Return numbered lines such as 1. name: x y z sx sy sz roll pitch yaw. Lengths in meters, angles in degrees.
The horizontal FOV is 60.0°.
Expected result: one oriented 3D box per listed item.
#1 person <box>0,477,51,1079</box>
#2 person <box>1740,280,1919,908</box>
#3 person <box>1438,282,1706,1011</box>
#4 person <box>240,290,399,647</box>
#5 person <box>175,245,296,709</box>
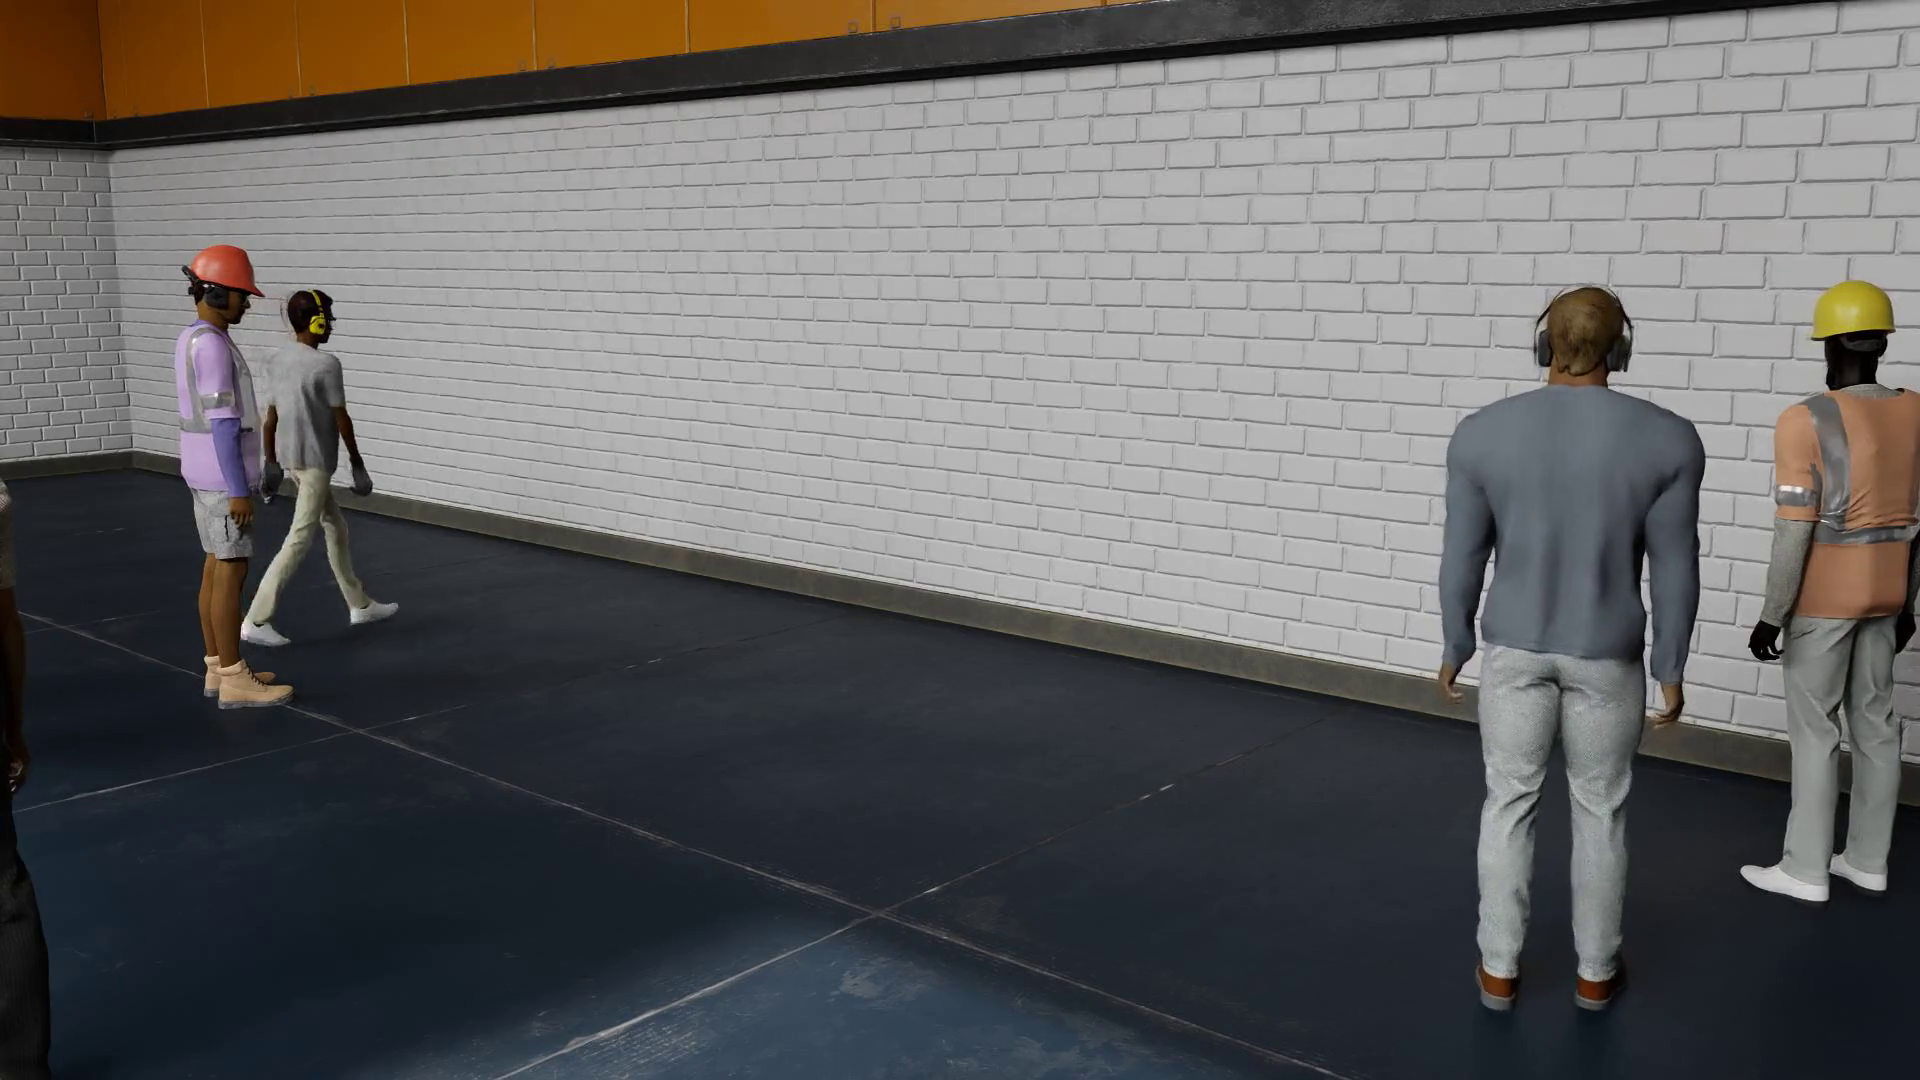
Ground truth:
1. person: -2.306 0.467 3.674 0.343 1.847 0.507 5 11 27
2. person: 2.709 0.170 5.144 0.591 1.923 0.381 -3 10 -16
3. person: 1.593 0.297 4.390 0.635 1.936 0.372 4 11 22
4. person: -3.374 -0.379 8.599 0.484 1.821 1.012 7 12 36
5. person: -3.231 -0.275 7.371 0.389 2.034 0.605 -6 12 -33
